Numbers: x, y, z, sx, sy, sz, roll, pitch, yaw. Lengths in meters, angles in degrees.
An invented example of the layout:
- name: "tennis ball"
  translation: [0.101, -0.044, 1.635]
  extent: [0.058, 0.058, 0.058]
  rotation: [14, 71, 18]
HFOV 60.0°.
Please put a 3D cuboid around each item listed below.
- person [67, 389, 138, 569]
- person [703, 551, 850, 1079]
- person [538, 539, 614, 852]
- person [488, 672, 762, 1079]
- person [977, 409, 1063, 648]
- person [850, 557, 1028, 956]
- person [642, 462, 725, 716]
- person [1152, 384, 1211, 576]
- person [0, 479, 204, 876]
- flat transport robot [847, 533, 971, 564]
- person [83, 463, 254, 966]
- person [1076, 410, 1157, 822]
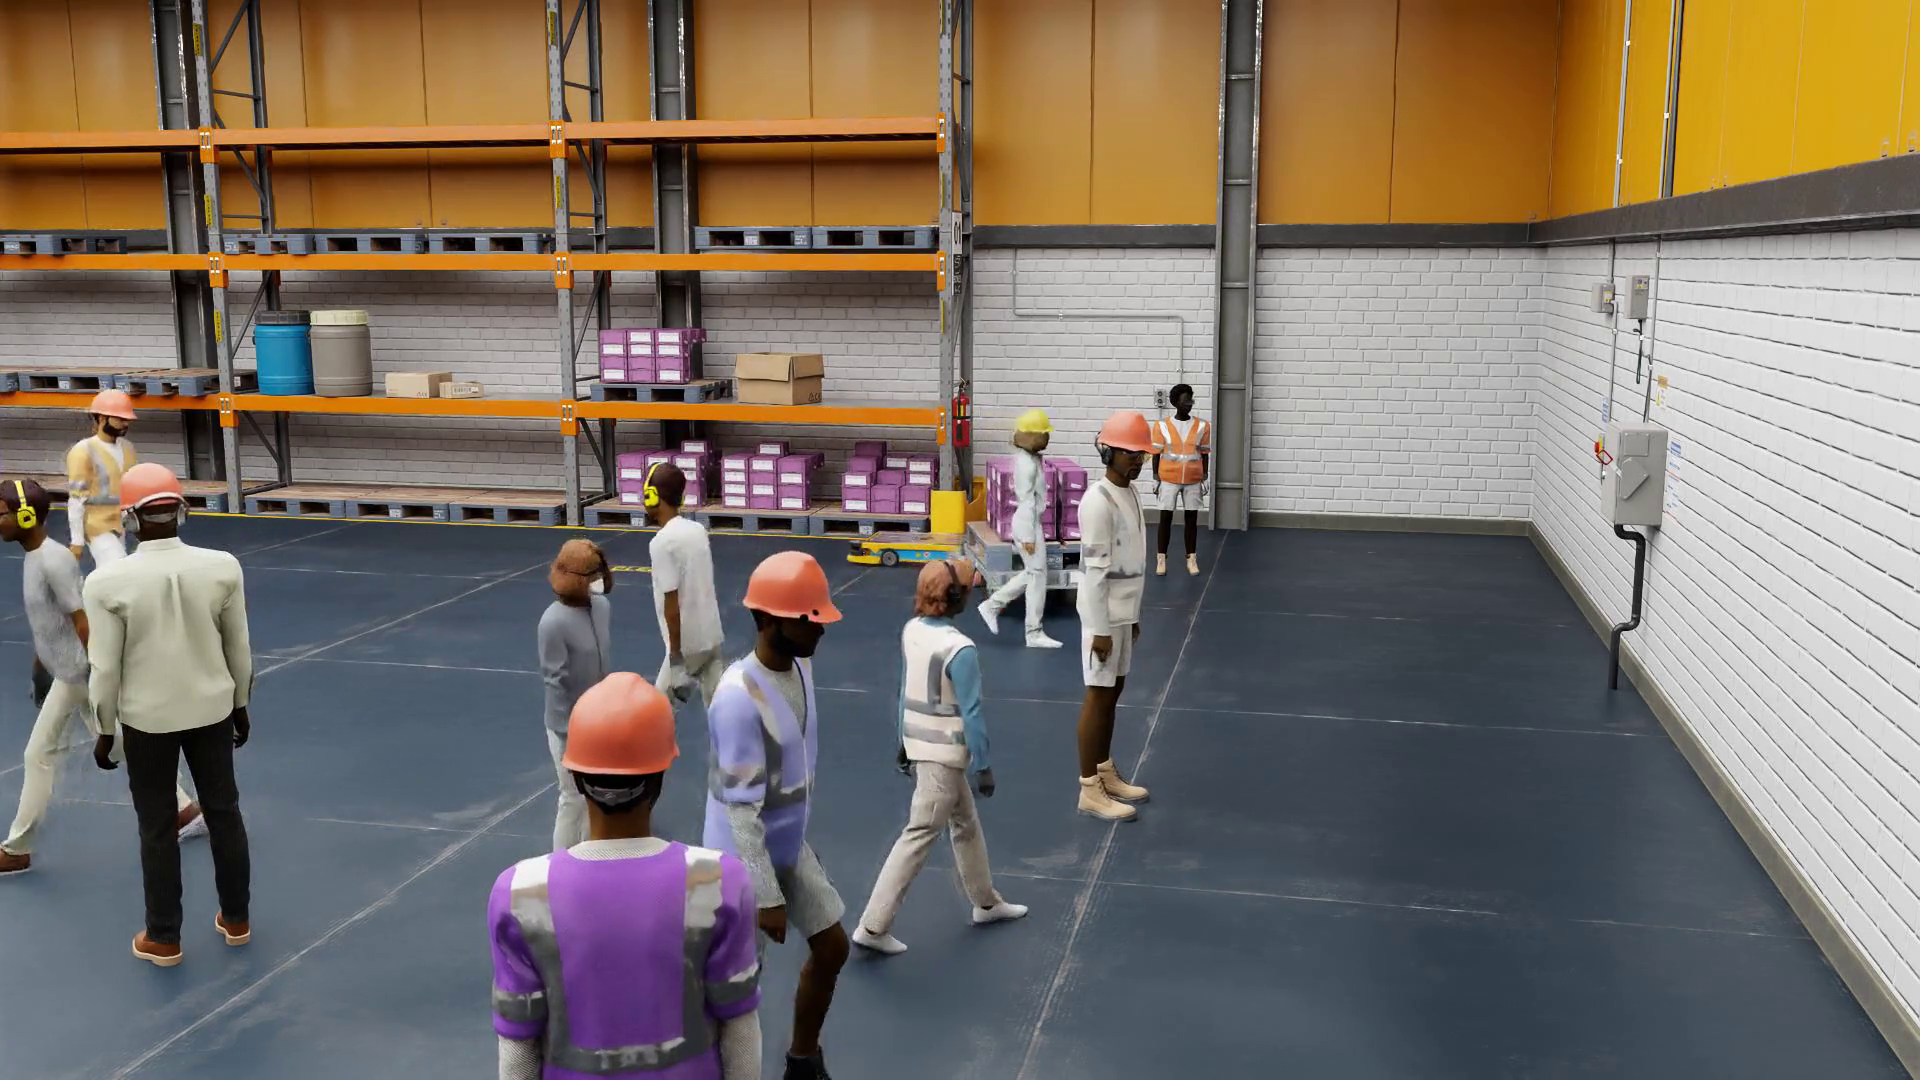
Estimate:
- name: "person"
  translation: [-5.694, -0.069, 11.293]
  extent: [0.726, 1.906, 0.538]
  rotation: [1, 10, 4]
- name: "person"
  translation: [-0.548, 0.968, 5.166]
  extent: [0.683, 1.905, 0.618]
  rotation: [3, 10, 18]
- name: "person"
  translation: [-1.600, 0.796, 7.084]
  extent: [0.298, 1.618, 0.527]
  rotation: [3, 10, 19]
- name: "person"
  translation: [-0.691, 1.232, 3.517]
  extent: [0.545, 1.938, 0.356]
  rotation: [-2, 10, -10]
- name: "person"
  translation: [0.448, -0.081, 11.912]
  extent: [0.533, 1.724, 0.494]
  rotation: [0, 10, 2]
- name: "person"
  translation: [-0.098, 0.863, 6.700]
  extent: [0.844, 1.597, 0.529]
  rotation: [-5, 11, -26]
- name: "person"
  translation: [-1.318, 0.541, 8.029]
  extent: [1.006, 1.809, 0.566]
  rotation: [4, 10, 22]
- name: "person"
  translation: [1.939, -0.527, 14.631]
  extent: [0.541, 1.699, 0.315]
  rotation: [0, 10, -2]
- name: "person"
  translation: [-4.048, 0.614, 7.624]
  extent: [1.037, 1.811, 0.548]
  rotation: [-6, 11, -32]
- name: "flat transport robot"
  translation: [-0.264, 0.080, 15.263]
  extent: [1.431, 0.197, 0.652]
  rotation: [2, 10, 11]
- name: "person"
  translation: [-3.120, 0.685, 6.597]
  extent: [0.609, 1.991, 0.388]
  rotation: [-9, 13, -43]
- name: "person"
  translation: [0.789, 0.368, 8.330]
  extent: [0.394, 2.040, 0.608]
  rotation: [4, 10, 22]
